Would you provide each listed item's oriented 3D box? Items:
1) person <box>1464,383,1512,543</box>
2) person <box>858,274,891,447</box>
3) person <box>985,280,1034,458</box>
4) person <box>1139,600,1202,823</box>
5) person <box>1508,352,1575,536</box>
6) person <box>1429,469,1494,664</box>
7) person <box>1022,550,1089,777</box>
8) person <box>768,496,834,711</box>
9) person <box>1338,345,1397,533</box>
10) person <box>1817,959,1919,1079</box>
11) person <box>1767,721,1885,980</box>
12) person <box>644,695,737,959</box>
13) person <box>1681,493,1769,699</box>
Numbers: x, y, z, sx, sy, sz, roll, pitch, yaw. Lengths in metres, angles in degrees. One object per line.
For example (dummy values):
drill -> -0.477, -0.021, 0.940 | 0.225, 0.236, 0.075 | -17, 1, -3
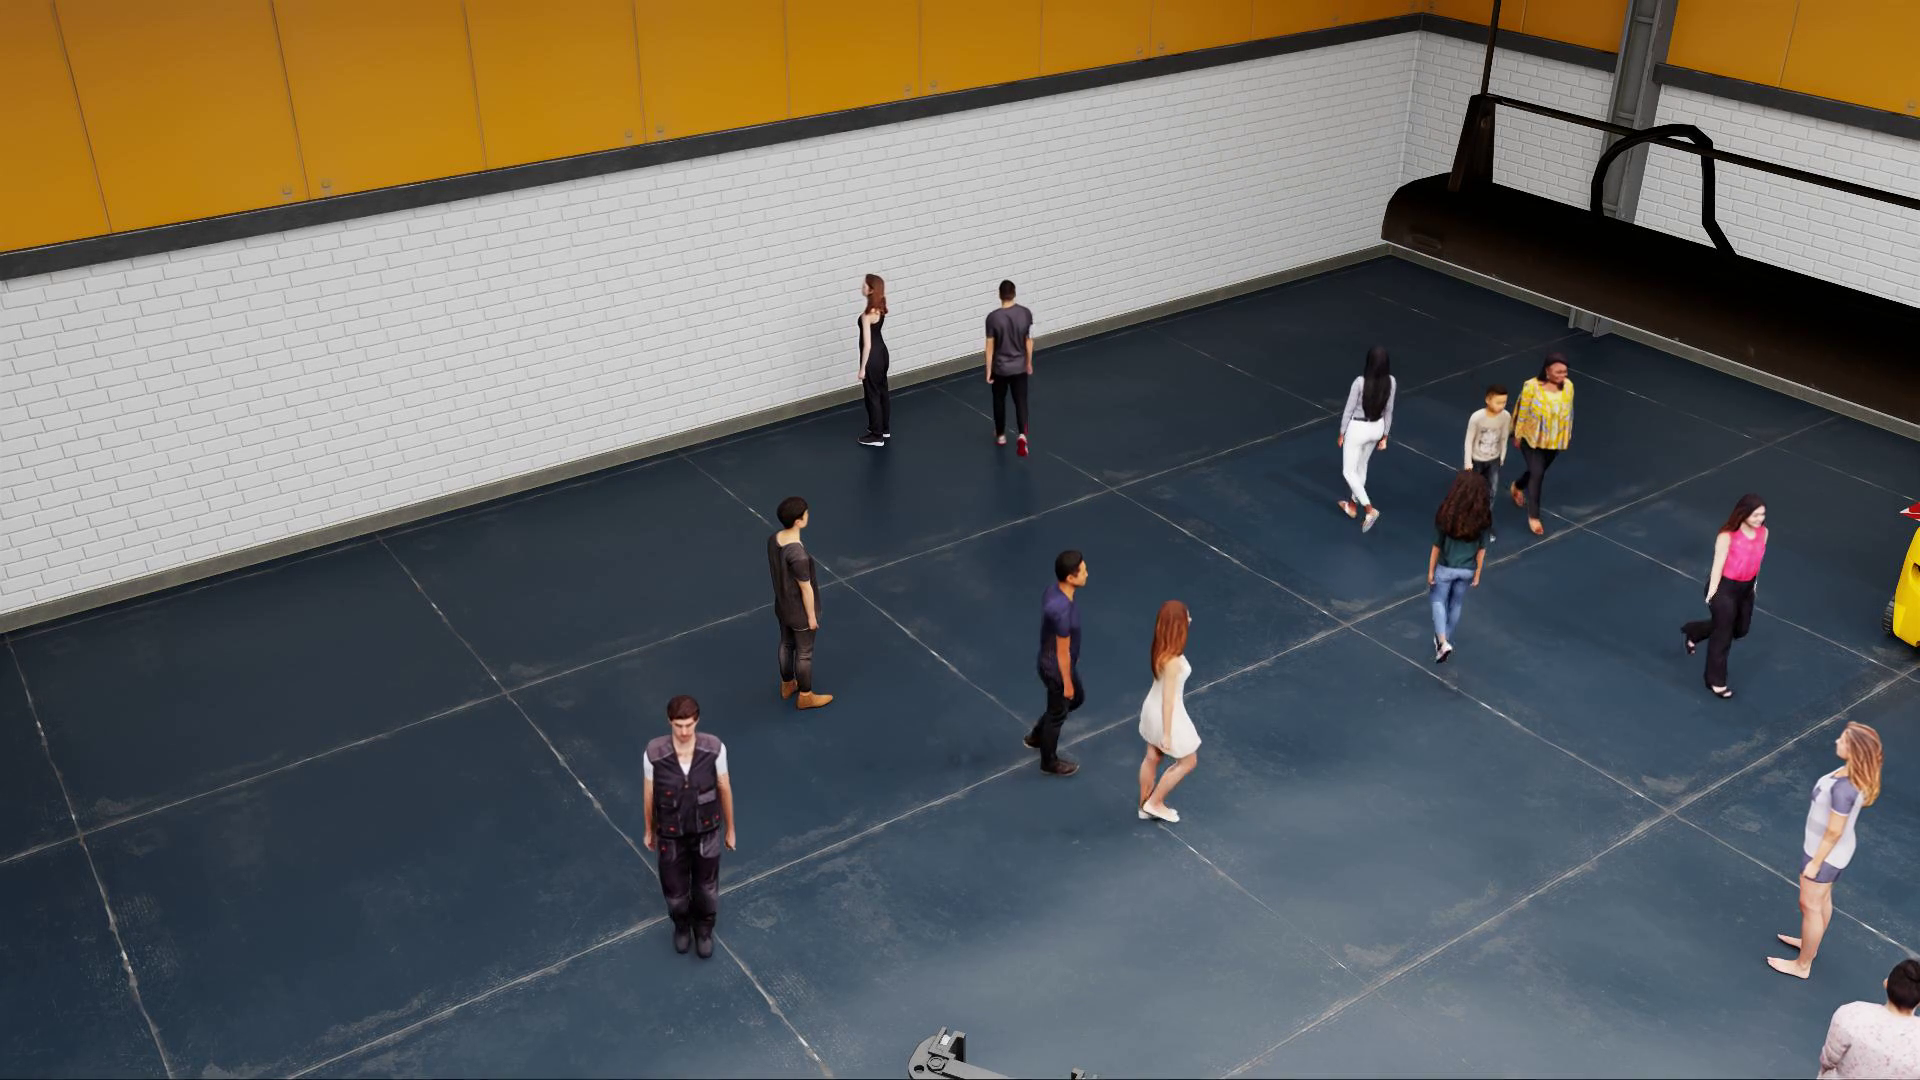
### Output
person -> 4.606, -0.756, 14.722 | 0.742, 1.450, 0.816 | -1, 29, -2
person -> -0.830, -1.774, 16.279 | 0.697, 1.747, 0.662 | 9, 30, 16
person -> 0.496, -1.624, 16.008 | 0.944, 1.743, 1.152 | -5, 29, -9
person -> 1.264, 1.158, 10.949 | 0.758, 1.704, 0.681 | -2, 29, -4
person -> 5.160, -0.931, 14.860 | 0.922, 1.625, 1.098 | -7, 29, -12
person -> 3.804, 0.249, 12.723 | 0.889, 1.601, 0.962 | 4, 29, 7
person -> 0.590, 0.861, 11.415 | 0.854, 1.778, 0.787 | 2, 29, 4
person -> -1.213, 0.456, 12.222 | 0.676, 1.717, 0.486 | -20, 34, -32
person -> 3.597, -0.879, 14.680 | 0.820, 1.706, 1.079 | -7, 29, -13
person -> 4.395, 2.719, 8.043 | 0.671, 1.746, 0.822 | 20, 35, 33
person -> 5.084, 1.812, 9.721 | 0.631, 1.730, 0.662 | 21, 35, 34
person -> -1.623, 1.660, 9.884 | 0.778, 1.841, 0.755 | -7, 29, -13
person -> 5.722, 0.367, 12.465 | 0.699, 1.641, 0.916 | -12, 31, -21
